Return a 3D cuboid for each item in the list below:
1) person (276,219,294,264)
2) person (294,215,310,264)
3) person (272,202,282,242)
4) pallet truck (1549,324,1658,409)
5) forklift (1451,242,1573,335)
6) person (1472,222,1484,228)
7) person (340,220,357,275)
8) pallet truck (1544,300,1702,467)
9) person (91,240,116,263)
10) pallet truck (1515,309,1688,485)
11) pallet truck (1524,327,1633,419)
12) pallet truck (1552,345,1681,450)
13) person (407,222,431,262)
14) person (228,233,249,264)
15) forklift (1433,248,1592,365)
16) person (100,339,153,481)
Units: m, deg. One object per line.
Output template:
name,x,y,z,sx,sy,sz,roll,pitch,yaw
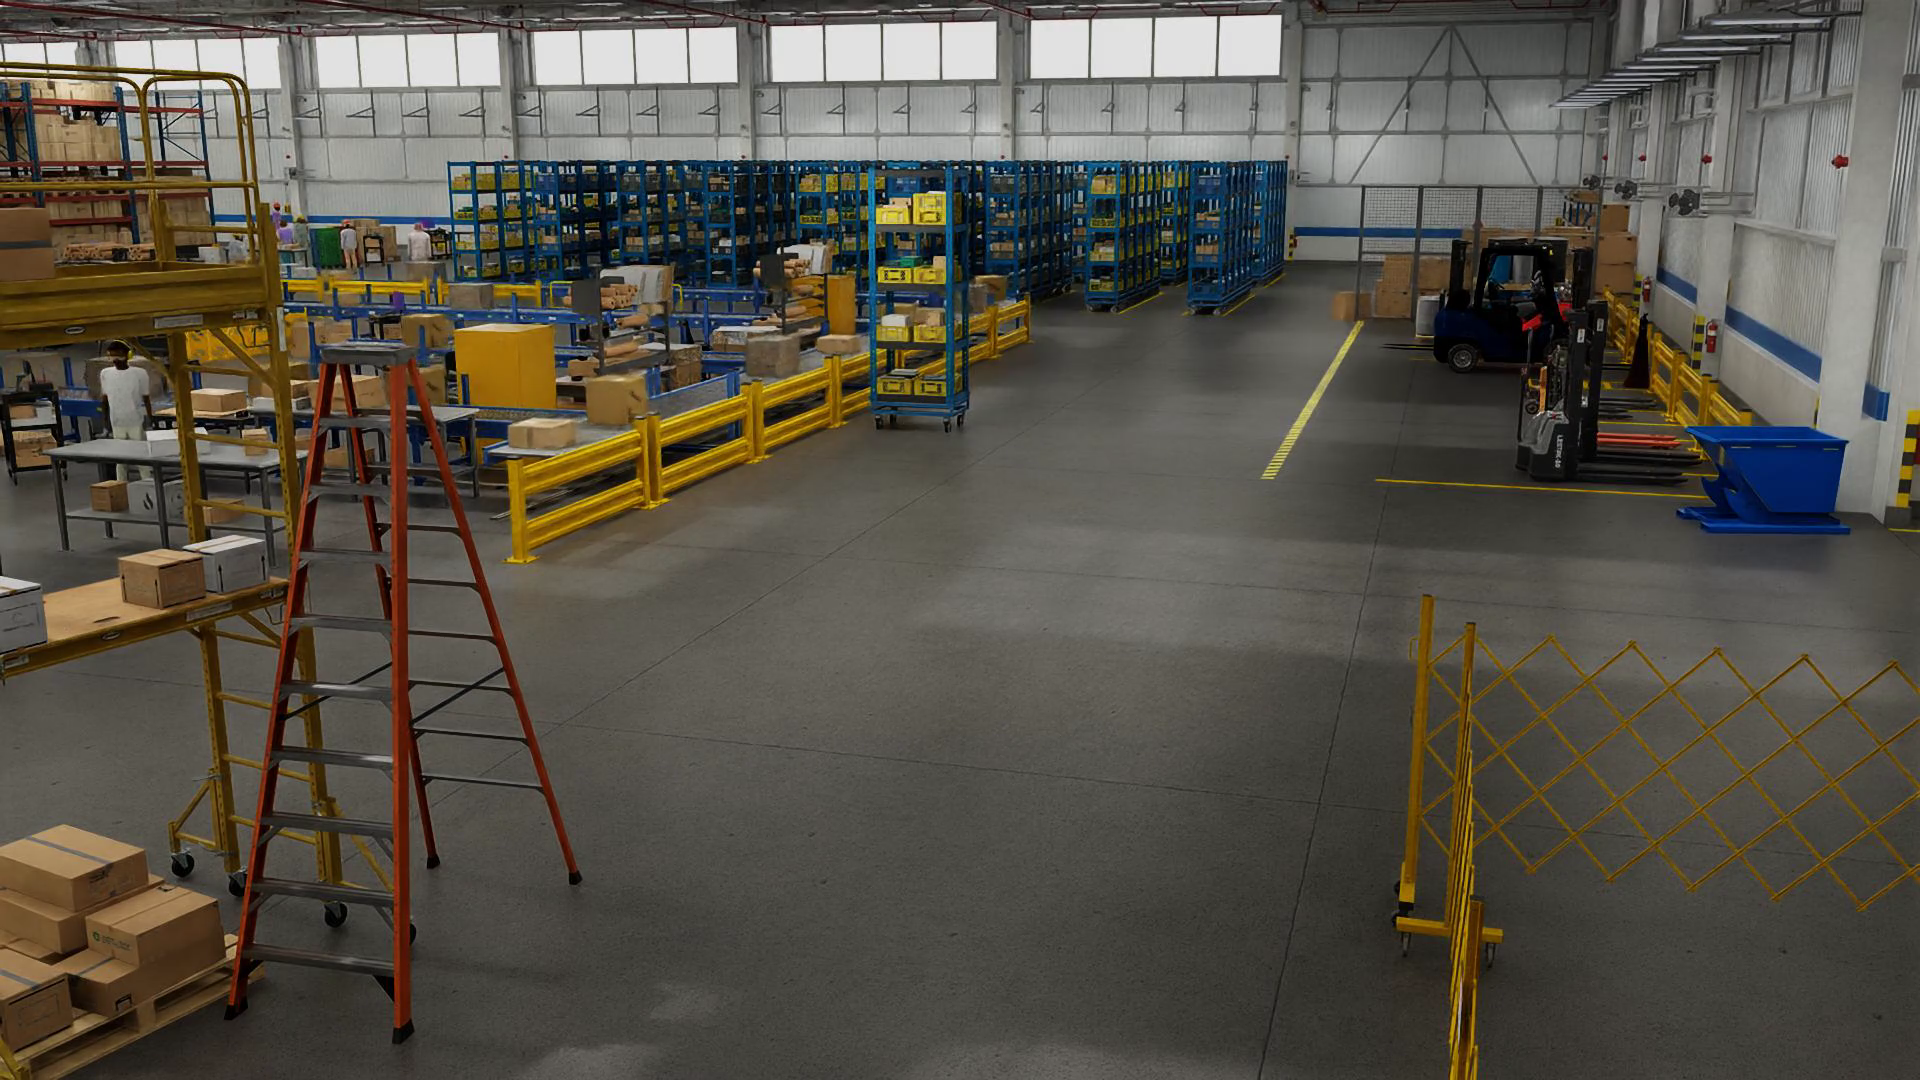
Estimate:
person,-20.709,-8.931,51.110,0.372,1.843,0.570,7,15,28
person,-23.122,-10.568,58.466,0.641,1.707,0.540,13,18,43
person,-26.833,-12.311,65.498,0.548,1.942,0.348,13,18,43
pallet truck,9.824,-2.669,25.407,1.601,1.201,0.680,4,14,16
forklift,10.464,-4.597,31.405,2.680,1.987,1.157,4,14,16
person,14.266,-7.837,46.058,0.376,1.995,0.608,6,14,24
person,-19.528,-9.332,53.089,0.367,1.743,0.575,8,15,32
pallet truck,8.263,-1.952,20.631,1.885,1.965,0.823,5,14,20
person,-18.805,-5.634,36.691,0.481,1.923,0.640,4,14,16
pallet truck,7.554,-1.677,19.446,1.885,1.965,0.823,3,13,14
pallet truck,9.065,-2.460,24.370,1.522,1.261,0.704,3,13,14
pallet truck,8.641,-1.896,21.908,1.630,1.274,0.653,4,14,16
person,-15.562,-8.189,47.865,0.645,1.871,0.863,-5,14,-21
person,-19.194,-7.368,44.385,0.601,1.830,0.403,6,14,24
forklift,9.780,-4.111,29.280,2.680,1.987,1.157,3,13,14
person,-8.860,-1.206,17.703,0.520,1.865,0.327,-3,13,-11
